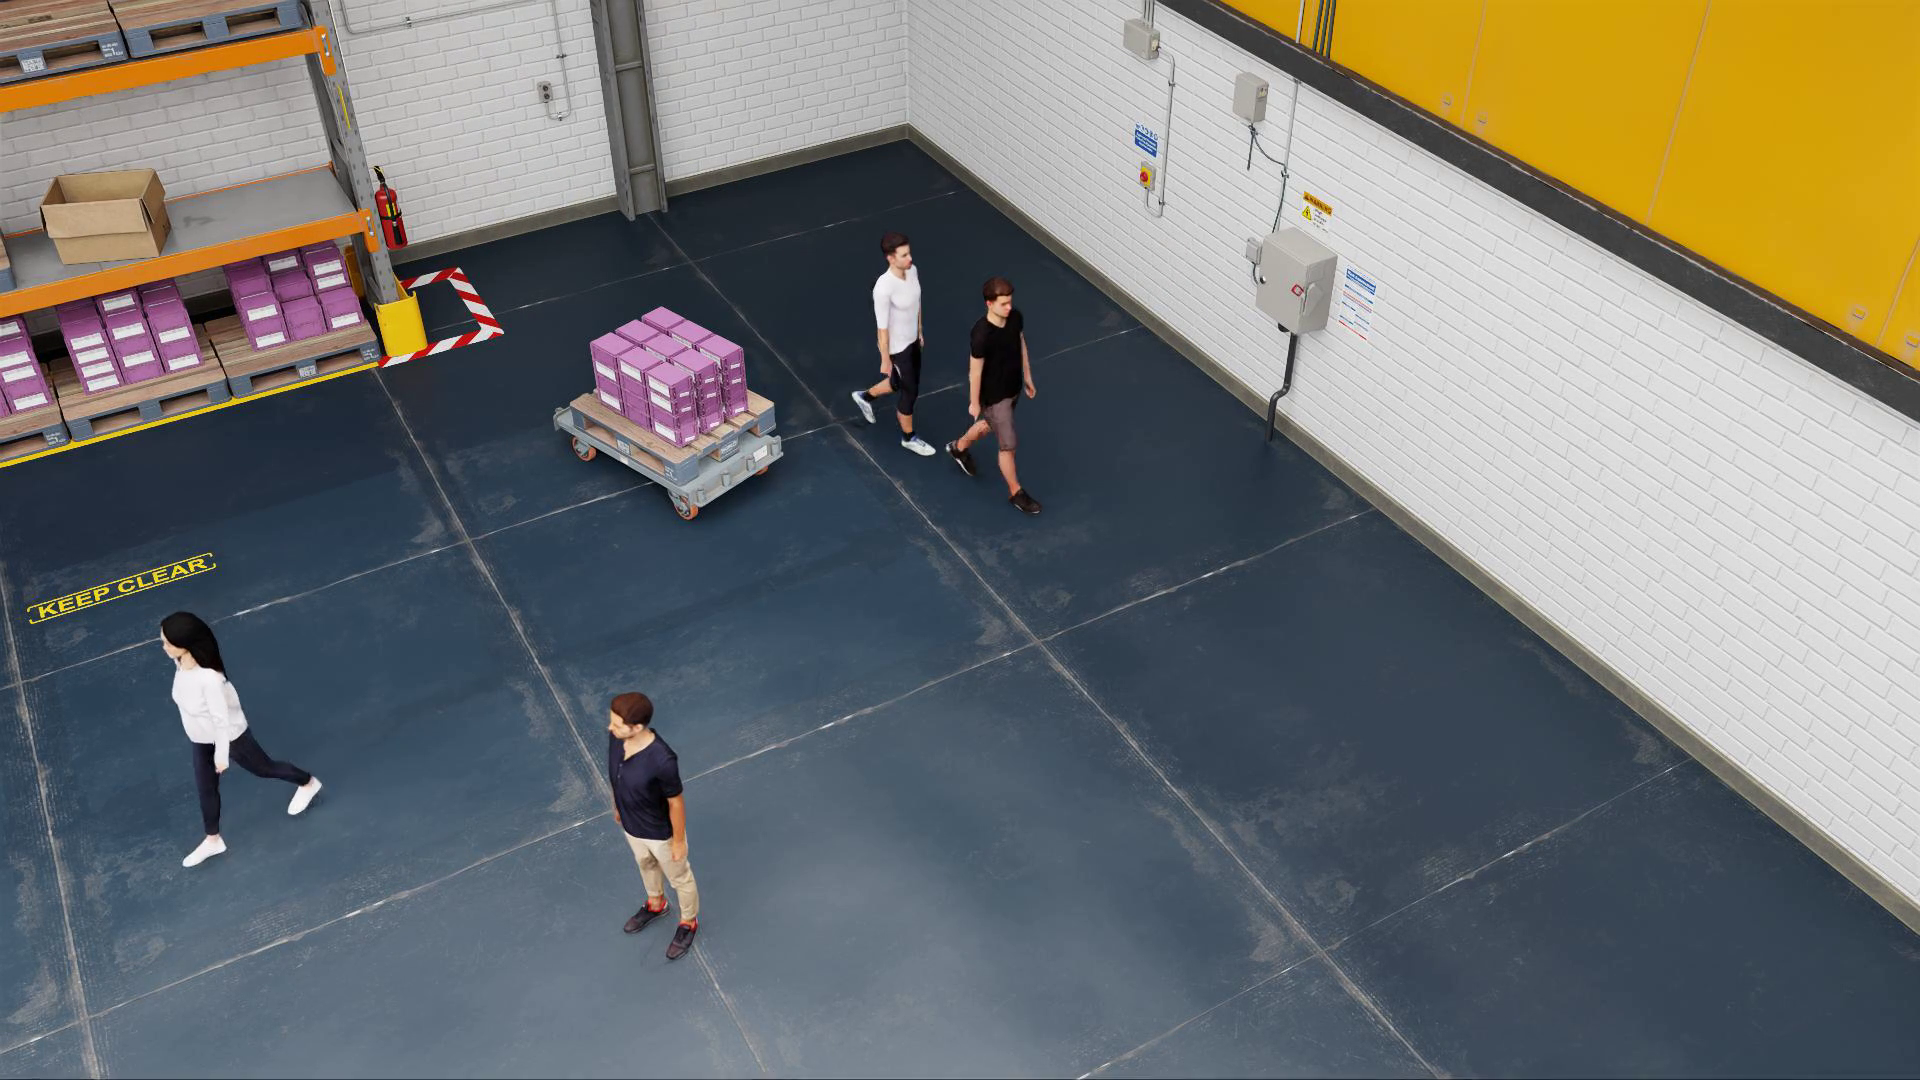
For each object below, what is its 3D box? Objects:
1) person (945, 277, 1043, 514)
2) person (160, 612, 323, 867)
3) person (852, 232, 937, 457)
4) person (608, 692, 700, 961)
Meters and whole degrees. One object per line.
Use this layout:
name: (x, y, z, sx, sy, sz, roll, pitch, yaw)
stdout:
person: (0.219, -1.118, 12.009, 1.040, 1.837, 1.211, 25, 45, 28)
person: (-4.089, 1.057, 9.426, 0.913, 1.661, 1.181, 25, 45, 28)
person: (-0.515, -1.499, 12.489, 1.054, 1.833, 1.060, 17, 42, 21)
person: (-1.617, 1.466, 8.760, 0.704, 1.855, 0.664, 26, 45, 28)
